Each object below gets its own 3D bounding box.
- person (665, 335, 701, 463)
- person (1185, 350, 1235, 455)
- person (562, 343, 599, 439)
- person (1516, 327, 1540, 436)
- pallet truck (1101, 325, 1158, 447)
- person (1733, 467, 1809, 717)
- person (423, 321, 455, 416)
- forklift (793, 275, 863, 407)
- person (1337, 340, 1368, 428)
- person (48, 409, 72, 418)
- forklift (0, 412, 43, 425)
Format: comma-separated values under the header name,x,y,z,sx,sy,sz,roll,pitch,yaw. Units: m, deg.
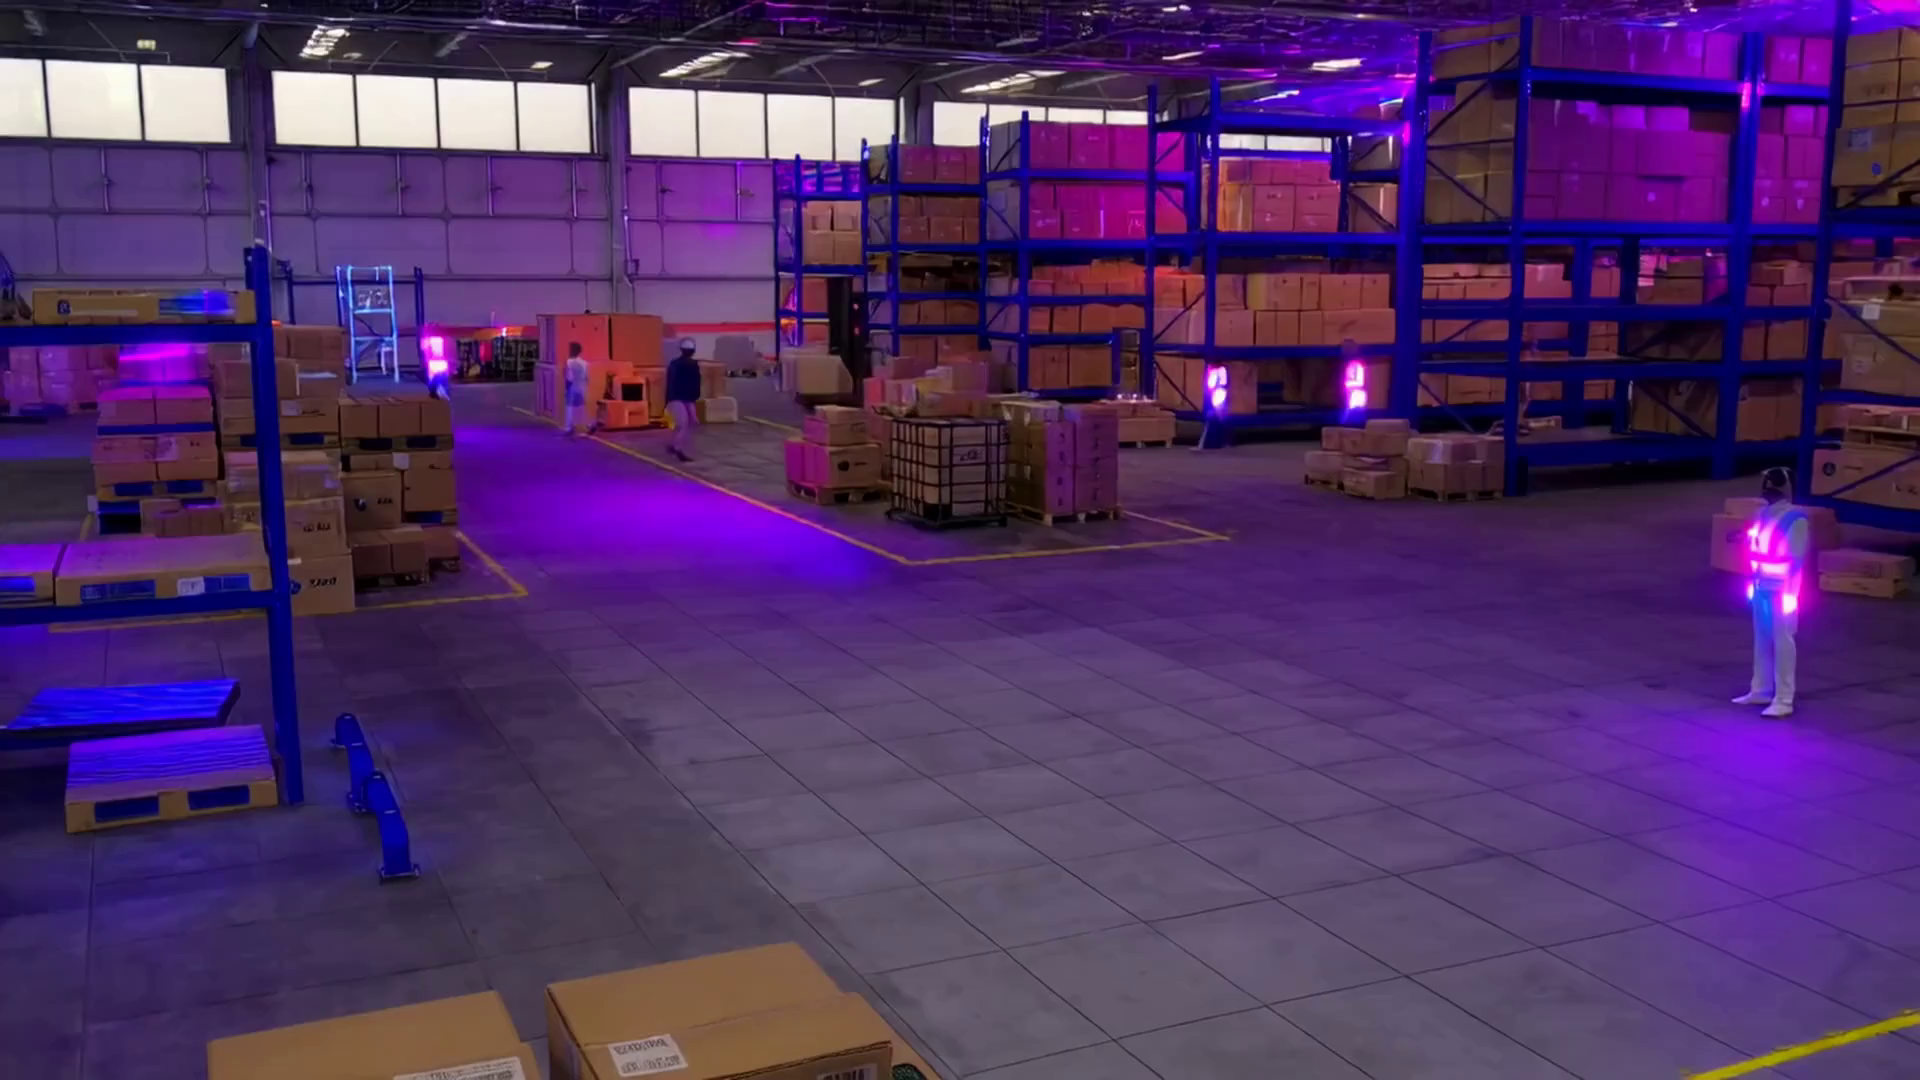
name,x,y,z,sx,sy,sz,roll,pitch,yaw
person,-4.248,-2.143,25.288,0.782,1.950,0.639,7,11,36
person,3.990,-2.166,26.286,0.833,1.656,0.545,-3,10,-17
person,-6.598,-2.578,28.826,0.674,1.665,0.547,7,12,37
person,10.017,-2.791,29.338,0.371,1.933,0.627,2,9,14
pallet truck,2.881,-2.596,27.923,0.823,1.965,1.885,-1,9,-7
person,5.336,0.331,10.899,0.310,1.633,0.517,-1,9,-6
person,-10.373,-3.385,33.075,0.542,1.918,0.818,-8,12,-39
forklift,-2.566,-4.280,35.639,1.873,2.768,1.129,-4,10,-22
person,5.759,-2.019,24.702,0.846,1.878,0.628,5,11,30
person,-17.993,-3.389,33.084,0.362,1.929,0.629,-1,9,-7
forklift,-18.230,-3.475,30.648,1.873,2.768,1.129,2,9,15
